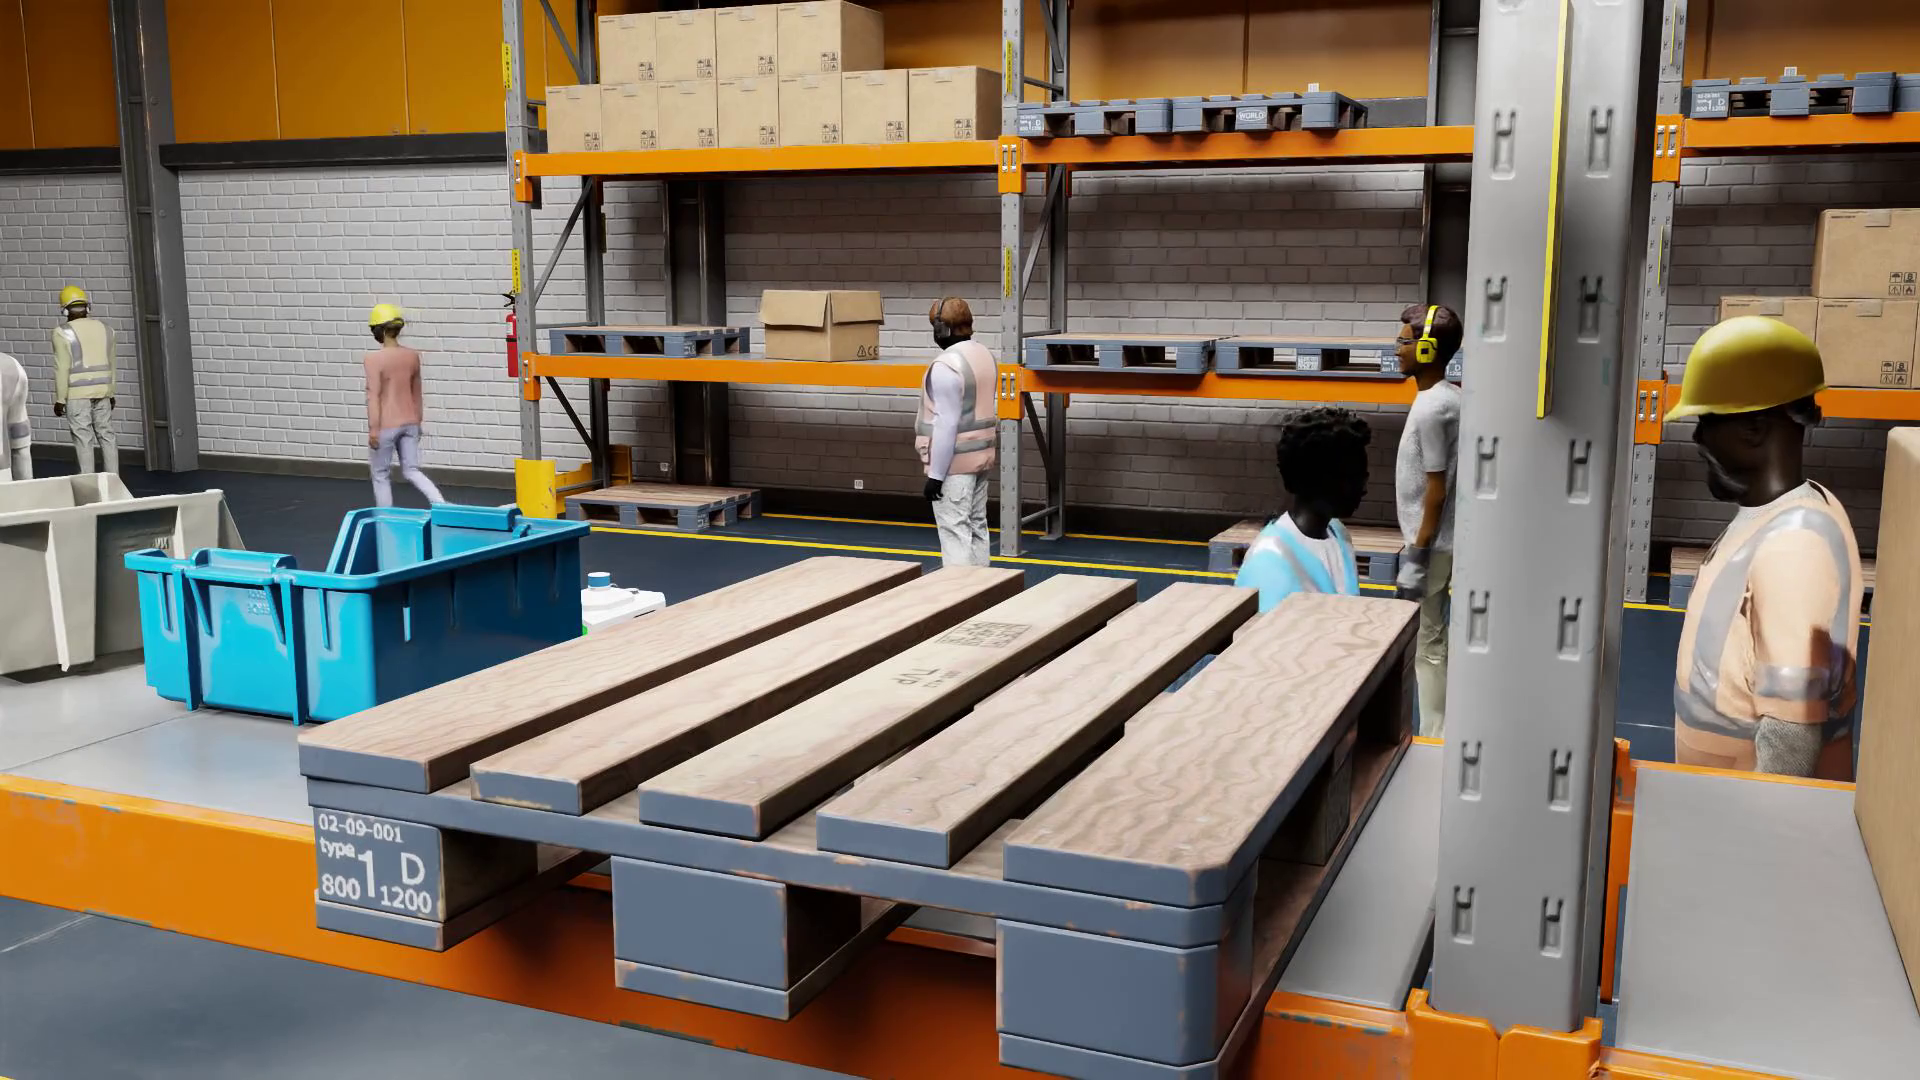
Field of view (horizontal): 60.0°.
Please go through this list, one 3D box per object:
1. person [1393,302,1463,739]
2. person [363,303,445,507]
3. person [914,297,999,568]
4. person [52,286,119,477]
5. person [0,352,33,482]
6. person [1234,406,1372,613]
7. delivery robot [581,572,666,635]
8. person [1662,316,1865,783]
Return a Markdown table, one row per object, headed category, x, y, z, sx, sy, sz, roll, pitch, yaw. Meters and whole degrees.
| category | x | y | z | sx | sy | sz | roll | pitch | yaw |
| --- | --- | --- | --- | --- | --- | --- | --- | --- | --- |
| person | 1.769 | 0.038 | 6.352 | 0.328 | 1.874 | 0.517 | 4 | 10 | 24 |
| person | -4.000 | -0.824 | 11.905 | 0.710 | 1.743 | 0.529 | 5 | 11 | 27 |
| person | -0.030 | -0.392 | 9.033 | 0.430 | 1.839 | 0.619 | 4 | 10 | 24 |
| person | -7.481 | -1.250 | 14.210 | 0.404 | 1.824 | 0.586 | 4 | 10 | 24 |
| person | -3.843 | -0.050 | 6.364 | 0.382 | 2.045 | 0.605 | 4 | 10 | 24 |
| person | 0.815 | 0.495 | 4.177 | 0.394 | 1.675 | 0.584 | 6 | 11 | 30 |
| delivery robot | -1.698 | 0.396 | 7.861 | 0.477 | 0.478 | 0.707 | 4 | 10 | 23 |
| person | 1.528 | 0.531 | 3.256 | 0.382 | 1.919 | 0.584 | 4 | 10 | 24 |
